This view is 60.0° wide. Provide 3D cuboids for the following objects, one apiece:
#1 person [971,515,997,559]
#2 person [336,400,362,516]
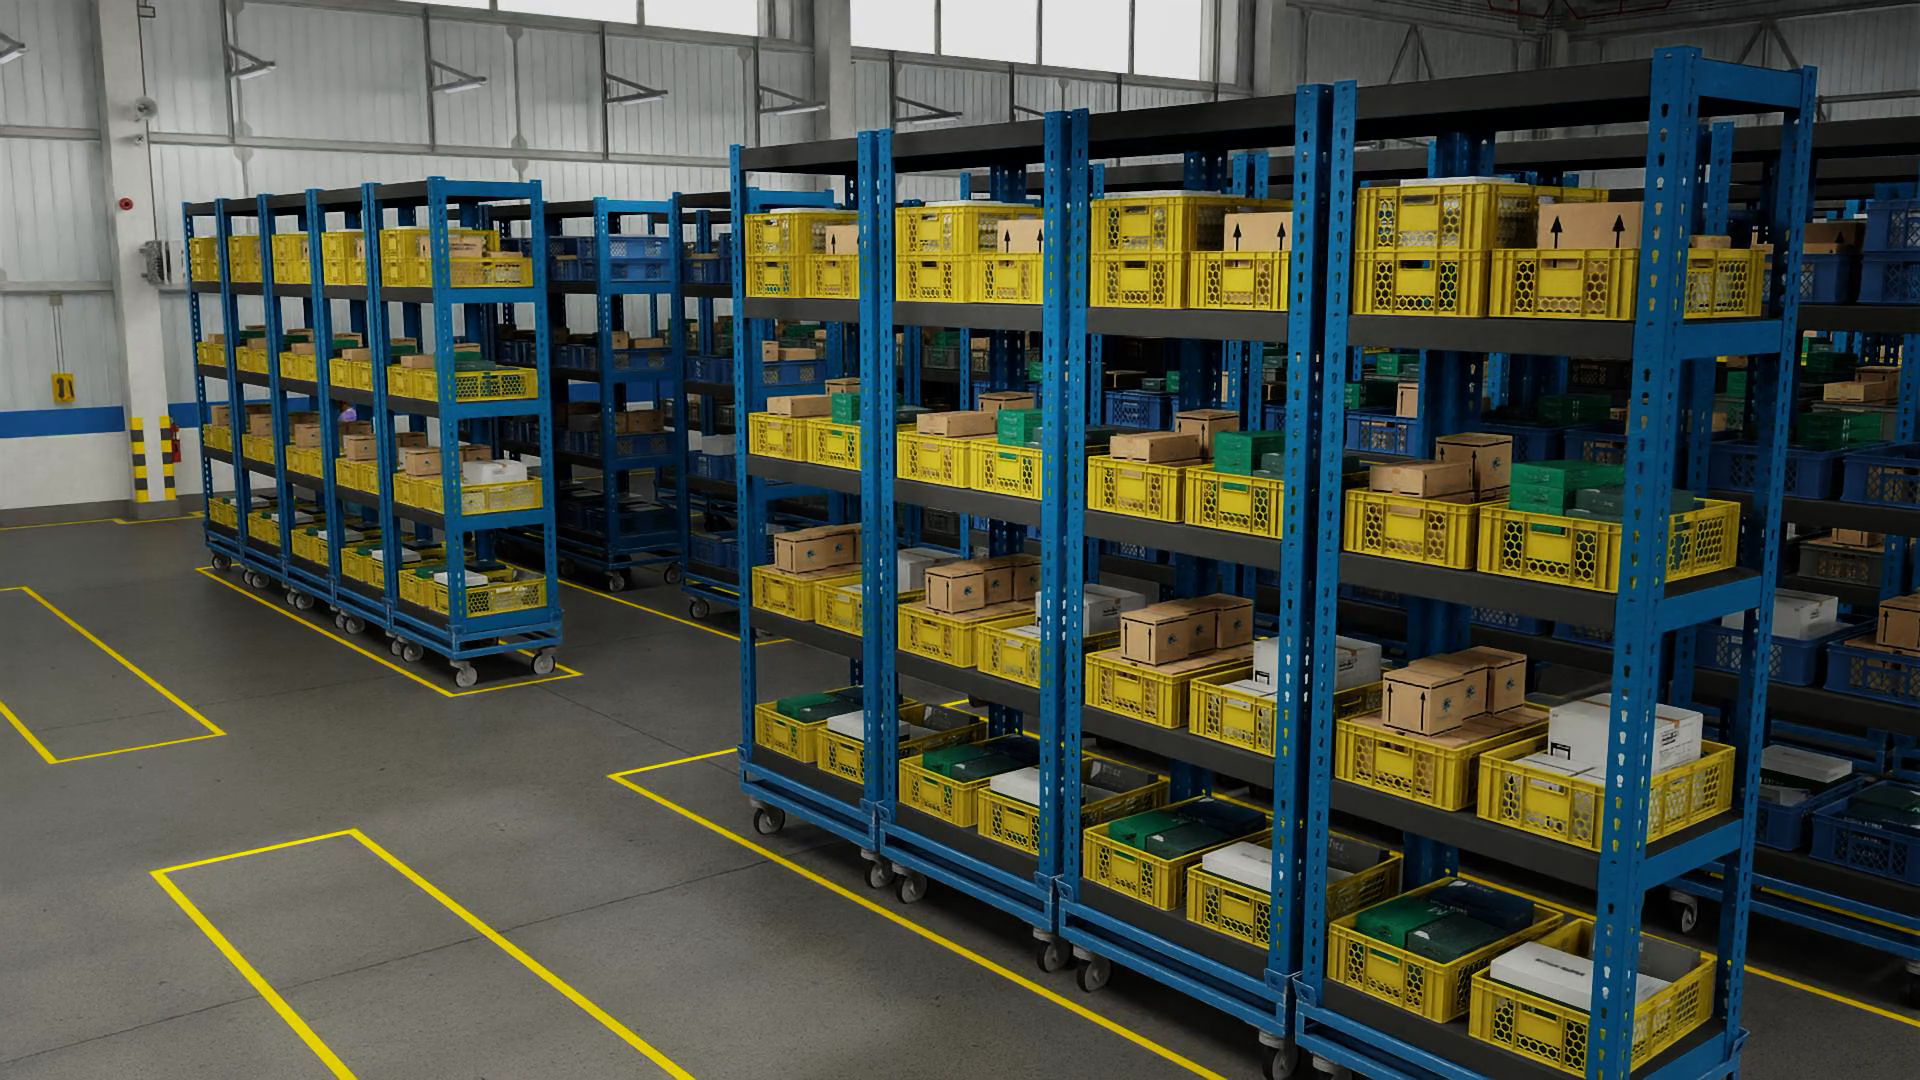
[{"bbox_3d":[0.287,-0.041,12.975,0.591,1.834,0.404,-3,10,-17],"label":"person"},{"bbox_3d":[-6.144,-0.675,16.807,0.390,1.837,0.560,-3,10,-16],"label":"person"}]
